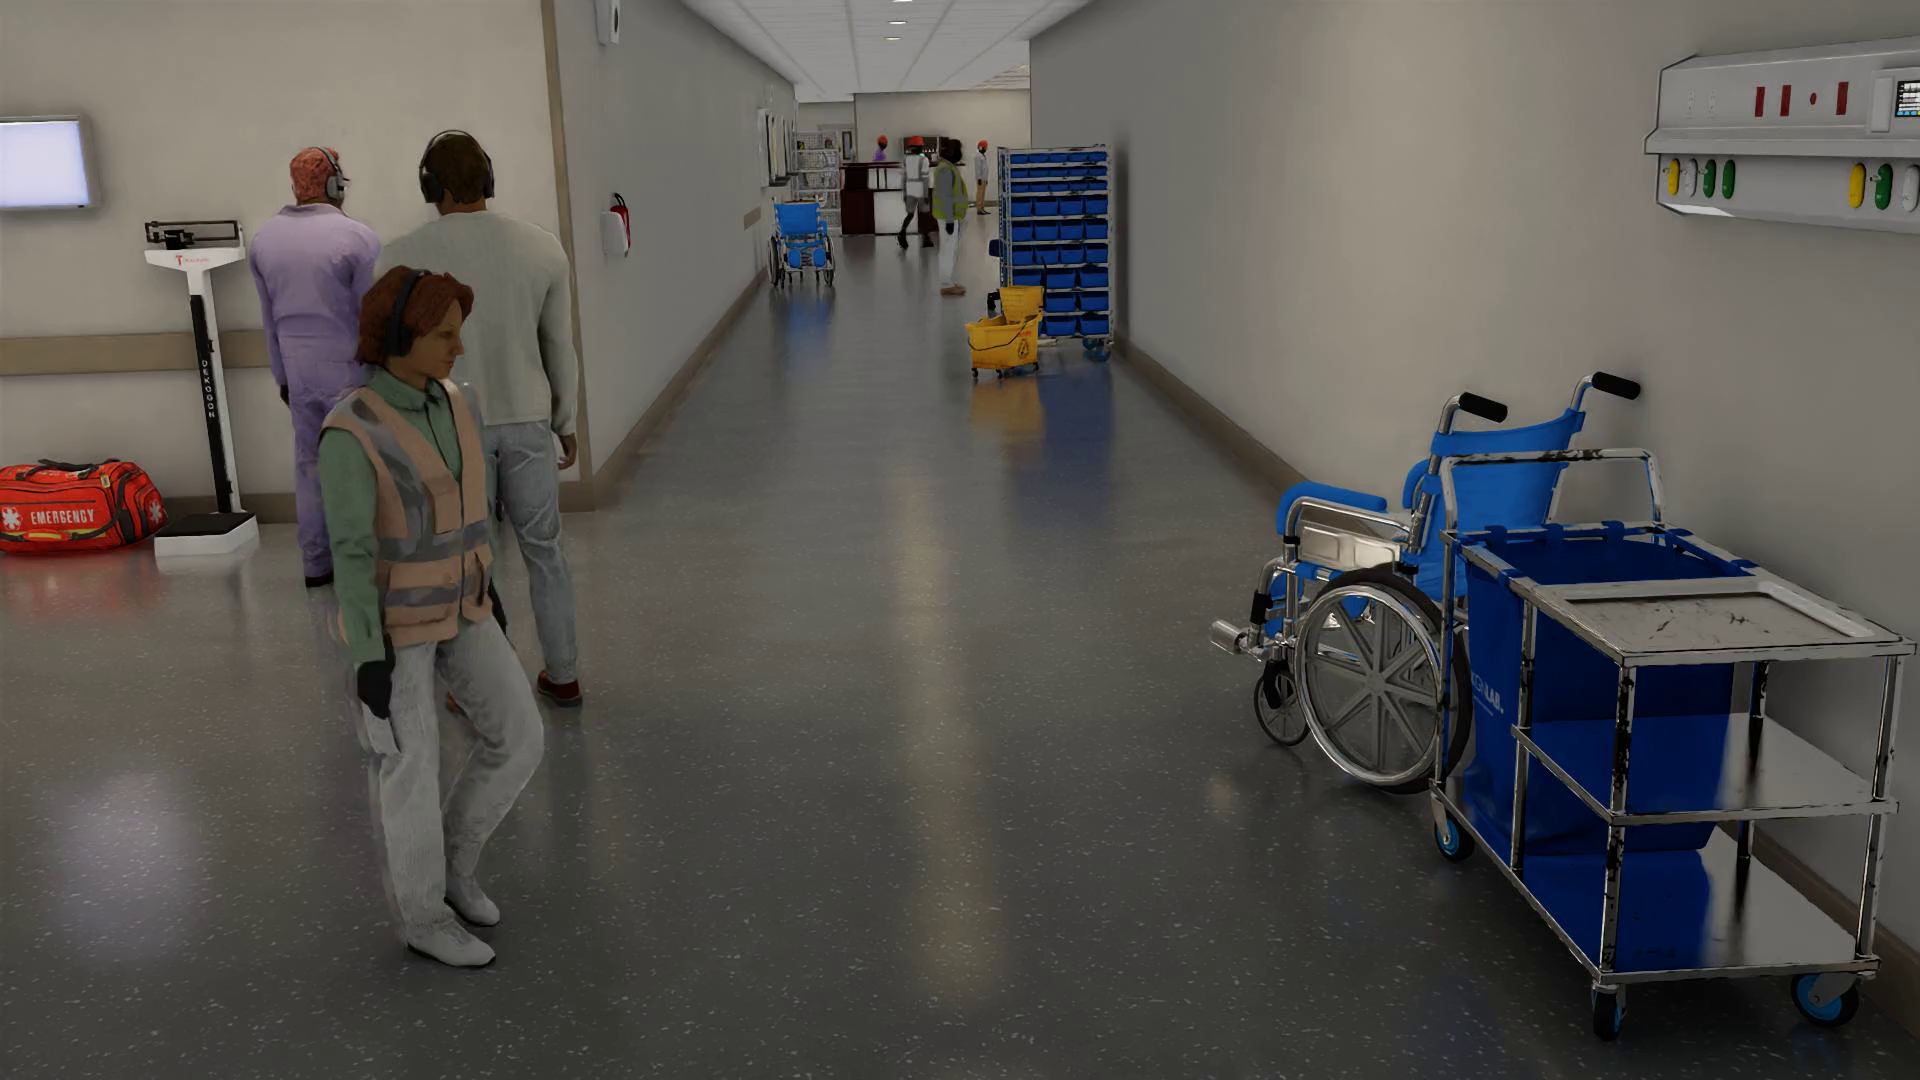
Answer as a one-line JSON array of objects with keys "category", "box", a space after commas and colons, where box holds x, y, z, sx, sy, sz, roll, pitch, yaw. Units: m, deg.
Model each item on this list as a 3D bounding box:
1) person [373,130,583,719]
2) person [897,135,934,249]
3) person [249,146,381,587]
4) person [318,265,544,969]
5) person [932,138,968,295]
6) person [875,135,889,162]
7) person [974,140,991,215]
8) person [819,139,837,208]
[{"category": "person", "box": [-1.557, -0.360, 5.489, 0.628, 1.932, 0.371, -9, 16, -29]}, {"category": "person", "box": [-0.783, -5.906, 28.251, 0.549, 1.912, 0.871, 6, 16, 29]}, {"category": "person", "box": [-2.678, -0.724, 7.179, 0.647, 1.899, 0.399, 3, 15, 20]}, {"category": "person", "box": [-1.187, 0.202, 3.741, 0.376, 1.621, 0.555, 3, 15, 20]}, {"category": "person", "box": [-0.116, -3.852, 19.854, 0.430, 1.842, 0.655, -2, 14, 0]}, {"category": "person", "box": [-1.925, -9.108, 41.504, 0.392, 1.923, 0.541, -4, 14, -9]}, {"category": "person", "box": [0.538, -8.620, 39.558, 0.333, 1.745, 0.559, 2, 14, 16]}, {"category": "person", "box": [-3.483, -9.716, 44.280, 0.568, 1.878, 0.351, -15, 19, -43]}]
